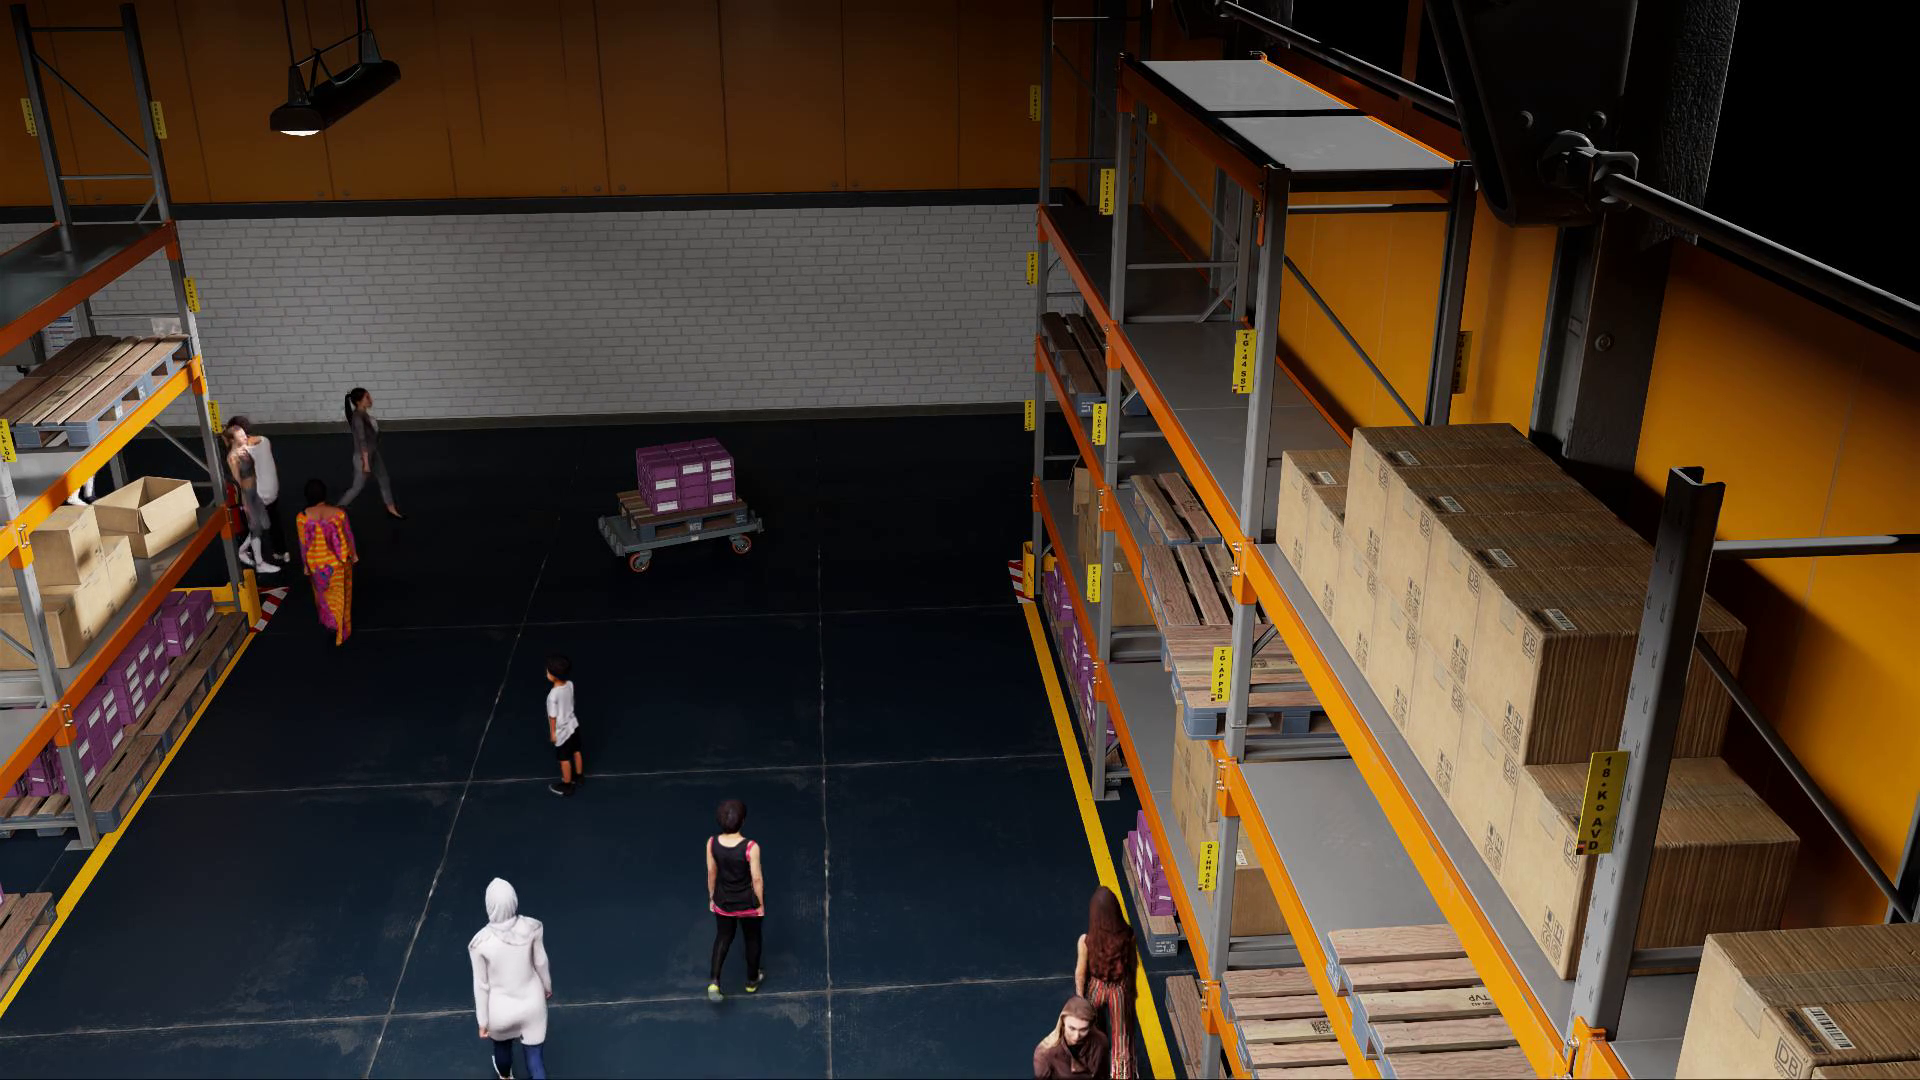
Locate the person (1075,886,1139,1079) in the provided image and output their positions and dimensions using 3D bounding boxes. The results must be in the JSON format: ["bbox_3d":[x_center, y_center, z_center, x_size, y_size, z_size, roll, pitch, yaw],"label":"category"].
[{"bbox_3d":[0.938,2.847,10.316,0.605,1.546,0.964,-1,24,-2],"label":"person"}]

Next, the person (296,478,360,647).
[{"bbox_3d":[-6.172,0.215,16.214,0.806,1.645,1.008,-7,25,-16],"label":"person"}]

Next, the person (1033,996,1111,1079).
[{"bbox_3d":[0.603,3.221,9.266,0.656,1.703,0.606,-9,25,-20],"label":"person"}]

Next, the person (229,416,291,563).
[{"bbox_3d":[-7.512,-0.519,17.870,1.006,1.665,1.002,12,26,25],"label":"person"}]

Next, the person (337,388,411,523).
[{"bbox_3d":[-6.788,-0.898,18.762,0.787,1.644,1.069,-5,24,-12],"label":"person"}]

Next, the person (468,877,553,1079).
[{"bbox_3d":[-2.646,2.884,9.998,0.906,1.735,1.182,-11,26,-24],"label":"person"}]

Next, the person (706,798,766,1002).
[{"bbox_3d":[-1.532,2.459,11.215,0.711,1.537,0.890,7,25,15],"label":"person"}]

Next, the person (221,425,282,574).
[{"bbox_3d":[-7.631,-0.420,17.611,0.632,1.690,0.649,-1,24,-3],"label":"person"}]

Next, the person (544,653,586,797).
[{"bbox_3d":[-3.262,1.512,13.732,0.615,1.258,0.530,9,25,19],"label":"person"}]
